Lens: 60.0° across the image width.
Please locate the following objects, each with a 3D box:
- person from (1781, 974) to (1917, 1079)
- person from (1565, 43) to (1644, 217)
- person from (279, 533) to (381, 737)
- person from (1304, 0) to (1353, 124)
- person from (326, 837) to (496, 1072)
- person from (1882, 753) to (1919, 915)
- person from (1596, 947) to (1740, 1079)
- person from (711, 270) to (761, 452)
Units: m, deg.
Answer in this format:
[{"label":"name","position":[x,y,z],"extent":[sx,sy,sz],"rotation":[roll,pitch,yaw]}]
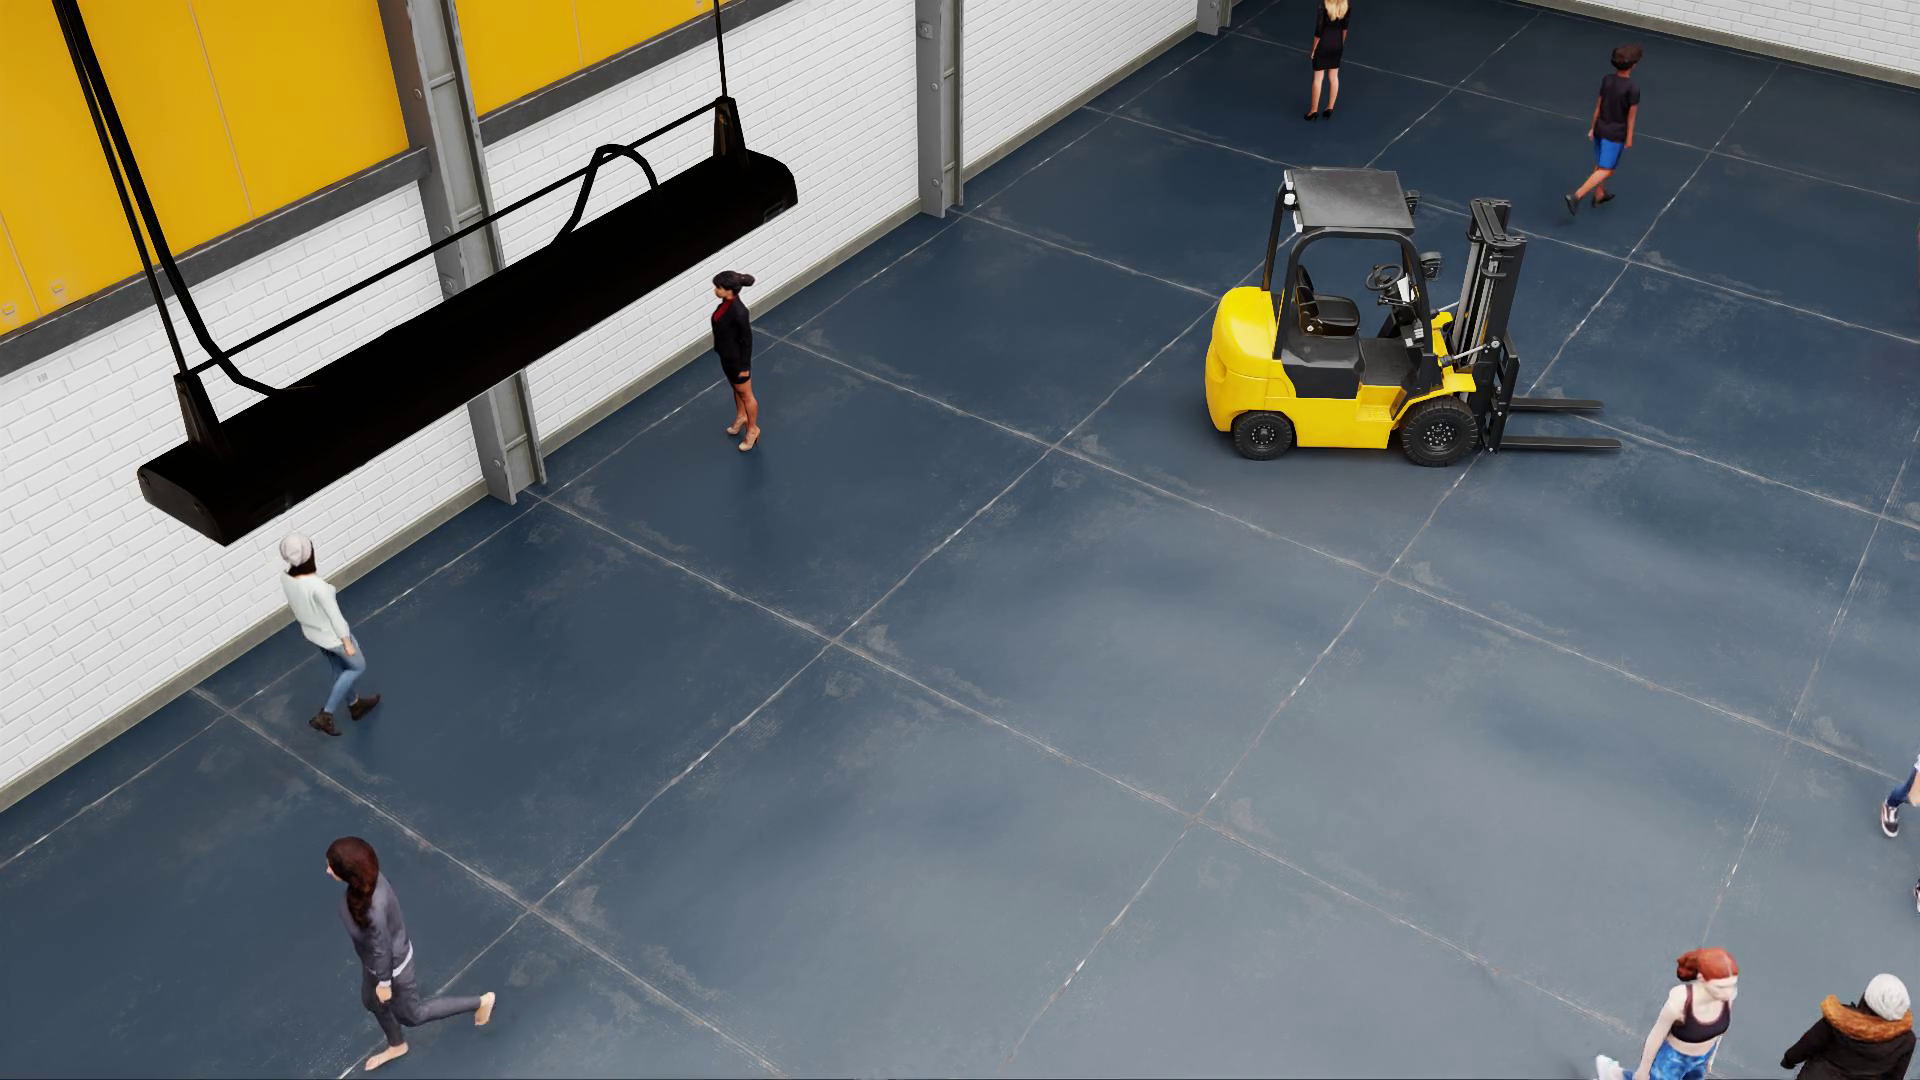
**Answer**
[{"label":"person","position":[4.401,2.792,8.316],"extent":[0.742,1.622,0.811],"rotation":[12,40,15]},{"label":"person","position":[6.539,-4.110,16.834],"extent":[1.142,1.776,0.912],"rotation":[-19,42,-23]},{"label":"person","position":[-4.224,0.650,10.983],"extent":[0.628,1.640,0.828],"rotation":[19,43,23]},{"label":"person","position":[4.137,-5.512,18.670],"extent":[0.576,1.677,0.669],"rotation":[-12,40,-14]},{"label":"person","position":[-2.997,2.202,8.953],"extent":[1.057,1.747,0.799],"rotation":[-25,45,-28]},{"label":"person","position":[5.963,1.355,10.072],"extent":[0.872,1.675,1.239],"rotation":[11,40,14]},{"label":"person","position":[3.586,2.595,8.443],"extent":[0.982,1.770,0.970],"rotation":[-12,40,-14]},{"label":"person","position":[-1.843,-1.483,13.654],"extent":[0.745,1.640,0.697],"rotation":[-17,42,-20]}]
